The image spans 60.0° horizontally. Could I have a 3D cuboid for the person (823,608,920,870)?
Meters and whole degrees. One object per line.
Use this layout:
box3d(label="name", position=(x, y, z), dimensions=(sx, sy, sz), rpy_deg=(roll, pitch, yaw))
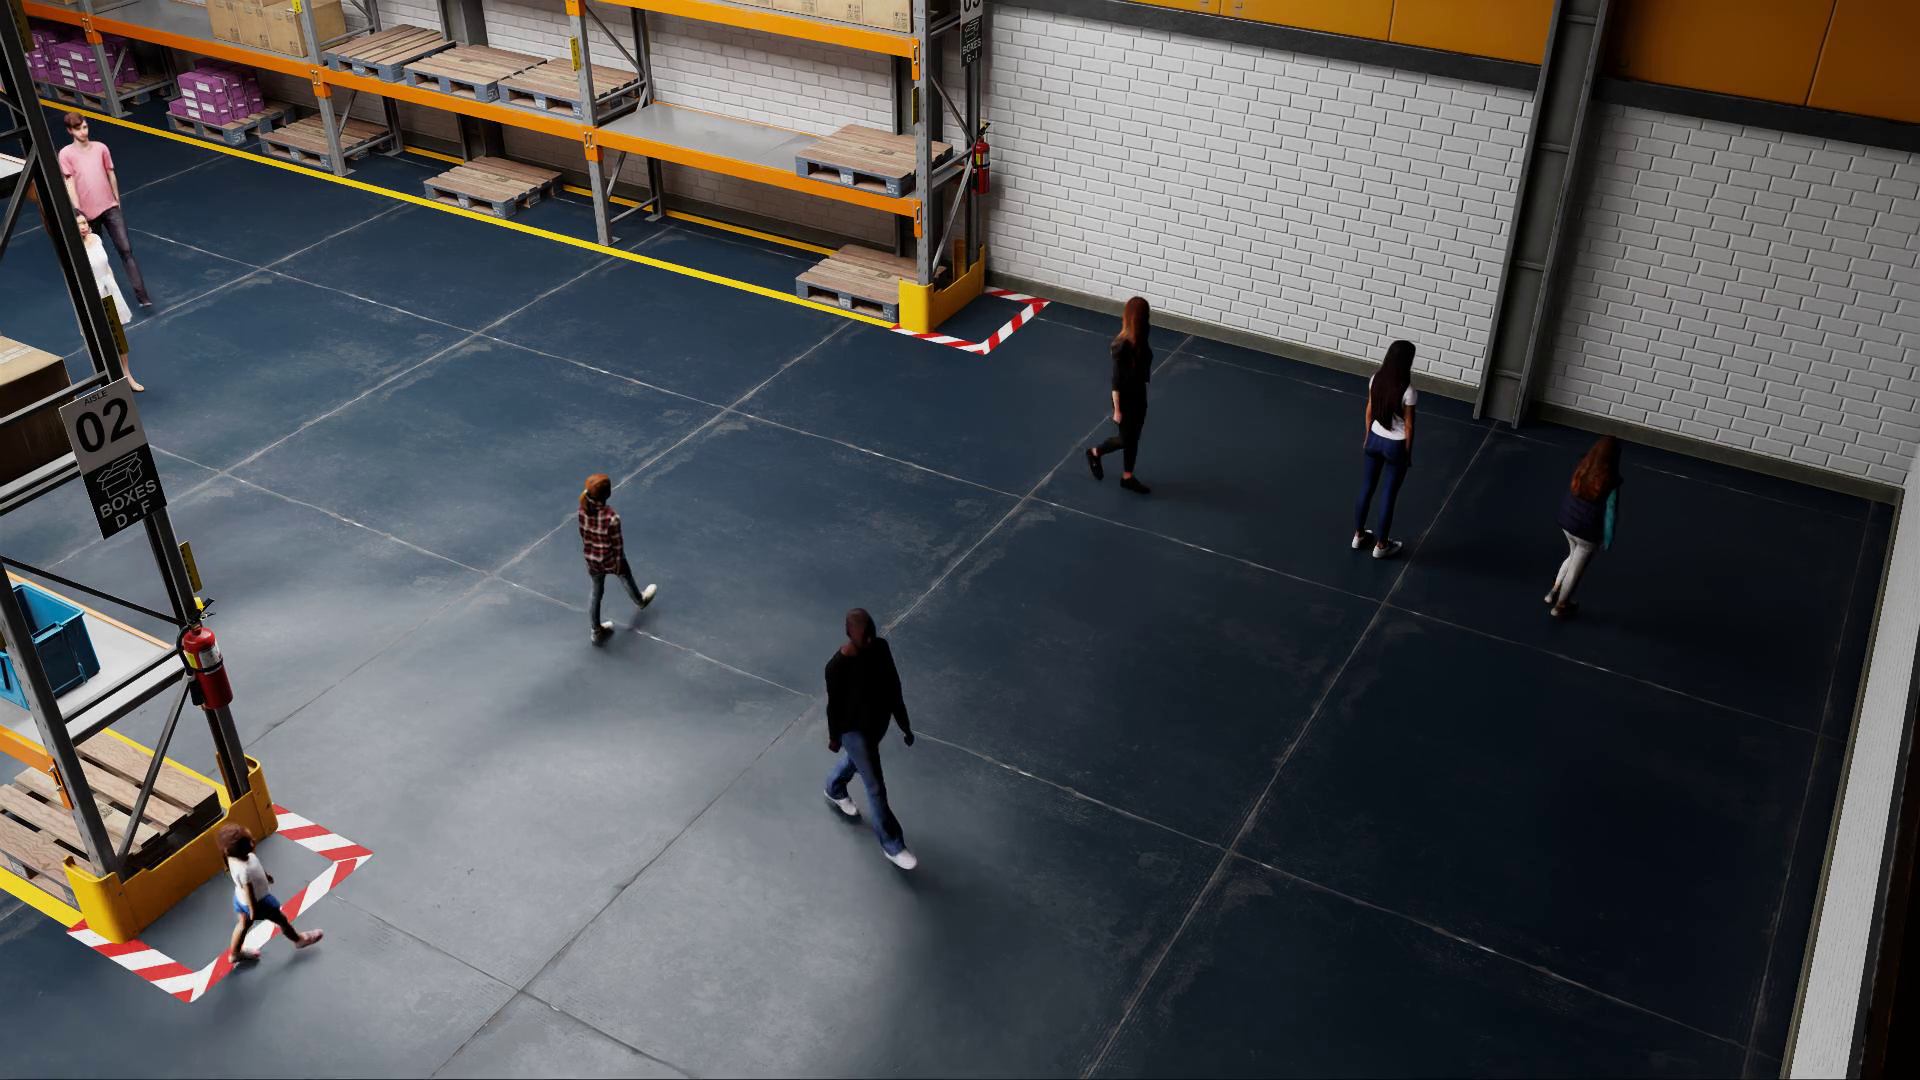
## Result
box3d(label="person", position=(-0.623, 1.072, 9.903), dimensions=(1.195, 1.706, 0.790), rpy_deg=(28, 43, 36))

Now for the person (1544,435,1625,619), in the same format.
box3d(label="person", position=(4.384, -0.075, 11.821), dimensions=(0.763, 1.493, 0.689), rpy_deg=(-15, 36, -21))

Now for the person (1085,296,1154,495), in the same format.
box3d(label="person", position=(1.274, -1.165, 13.269), dimensions=(0.826, 1.705, 0.658), rpy_deg=(22, 40, 30))

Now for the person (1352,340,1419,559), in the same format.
box3d(label="person", position=(3.198, -0.681, 12.477), dimensions=(0.717, 1.775, 0.576), rpy_deg=(-24, 40, -31))

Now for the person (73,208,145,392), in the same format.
box3d(label="person", position=(-7.523, -2.064, 14.560), dimensions=(0.667, 1.774, 0.677), rpy_deg=(13, 36, 19))

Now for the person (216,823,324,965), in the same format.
box3d(label="person", position=(-3.963, 1.967, 9.196), dimensions=(0.674, 0.997, 0.716), rpy_deg=(-19, 38, -26))

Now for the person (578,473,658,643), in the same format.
box3d(label="person", position=(-2.540, 0.144, 11.688), dimensions=(0.816, 1.275, 0.645), rpy_deg=(14, 36, 19))

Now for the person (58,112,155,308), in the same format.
box3d(label="person", position=(-8.411, -3.200, 16.157), dimensions=(0.955, 1.897, 1.338), rpy_deg=(-25, 41, -32))
